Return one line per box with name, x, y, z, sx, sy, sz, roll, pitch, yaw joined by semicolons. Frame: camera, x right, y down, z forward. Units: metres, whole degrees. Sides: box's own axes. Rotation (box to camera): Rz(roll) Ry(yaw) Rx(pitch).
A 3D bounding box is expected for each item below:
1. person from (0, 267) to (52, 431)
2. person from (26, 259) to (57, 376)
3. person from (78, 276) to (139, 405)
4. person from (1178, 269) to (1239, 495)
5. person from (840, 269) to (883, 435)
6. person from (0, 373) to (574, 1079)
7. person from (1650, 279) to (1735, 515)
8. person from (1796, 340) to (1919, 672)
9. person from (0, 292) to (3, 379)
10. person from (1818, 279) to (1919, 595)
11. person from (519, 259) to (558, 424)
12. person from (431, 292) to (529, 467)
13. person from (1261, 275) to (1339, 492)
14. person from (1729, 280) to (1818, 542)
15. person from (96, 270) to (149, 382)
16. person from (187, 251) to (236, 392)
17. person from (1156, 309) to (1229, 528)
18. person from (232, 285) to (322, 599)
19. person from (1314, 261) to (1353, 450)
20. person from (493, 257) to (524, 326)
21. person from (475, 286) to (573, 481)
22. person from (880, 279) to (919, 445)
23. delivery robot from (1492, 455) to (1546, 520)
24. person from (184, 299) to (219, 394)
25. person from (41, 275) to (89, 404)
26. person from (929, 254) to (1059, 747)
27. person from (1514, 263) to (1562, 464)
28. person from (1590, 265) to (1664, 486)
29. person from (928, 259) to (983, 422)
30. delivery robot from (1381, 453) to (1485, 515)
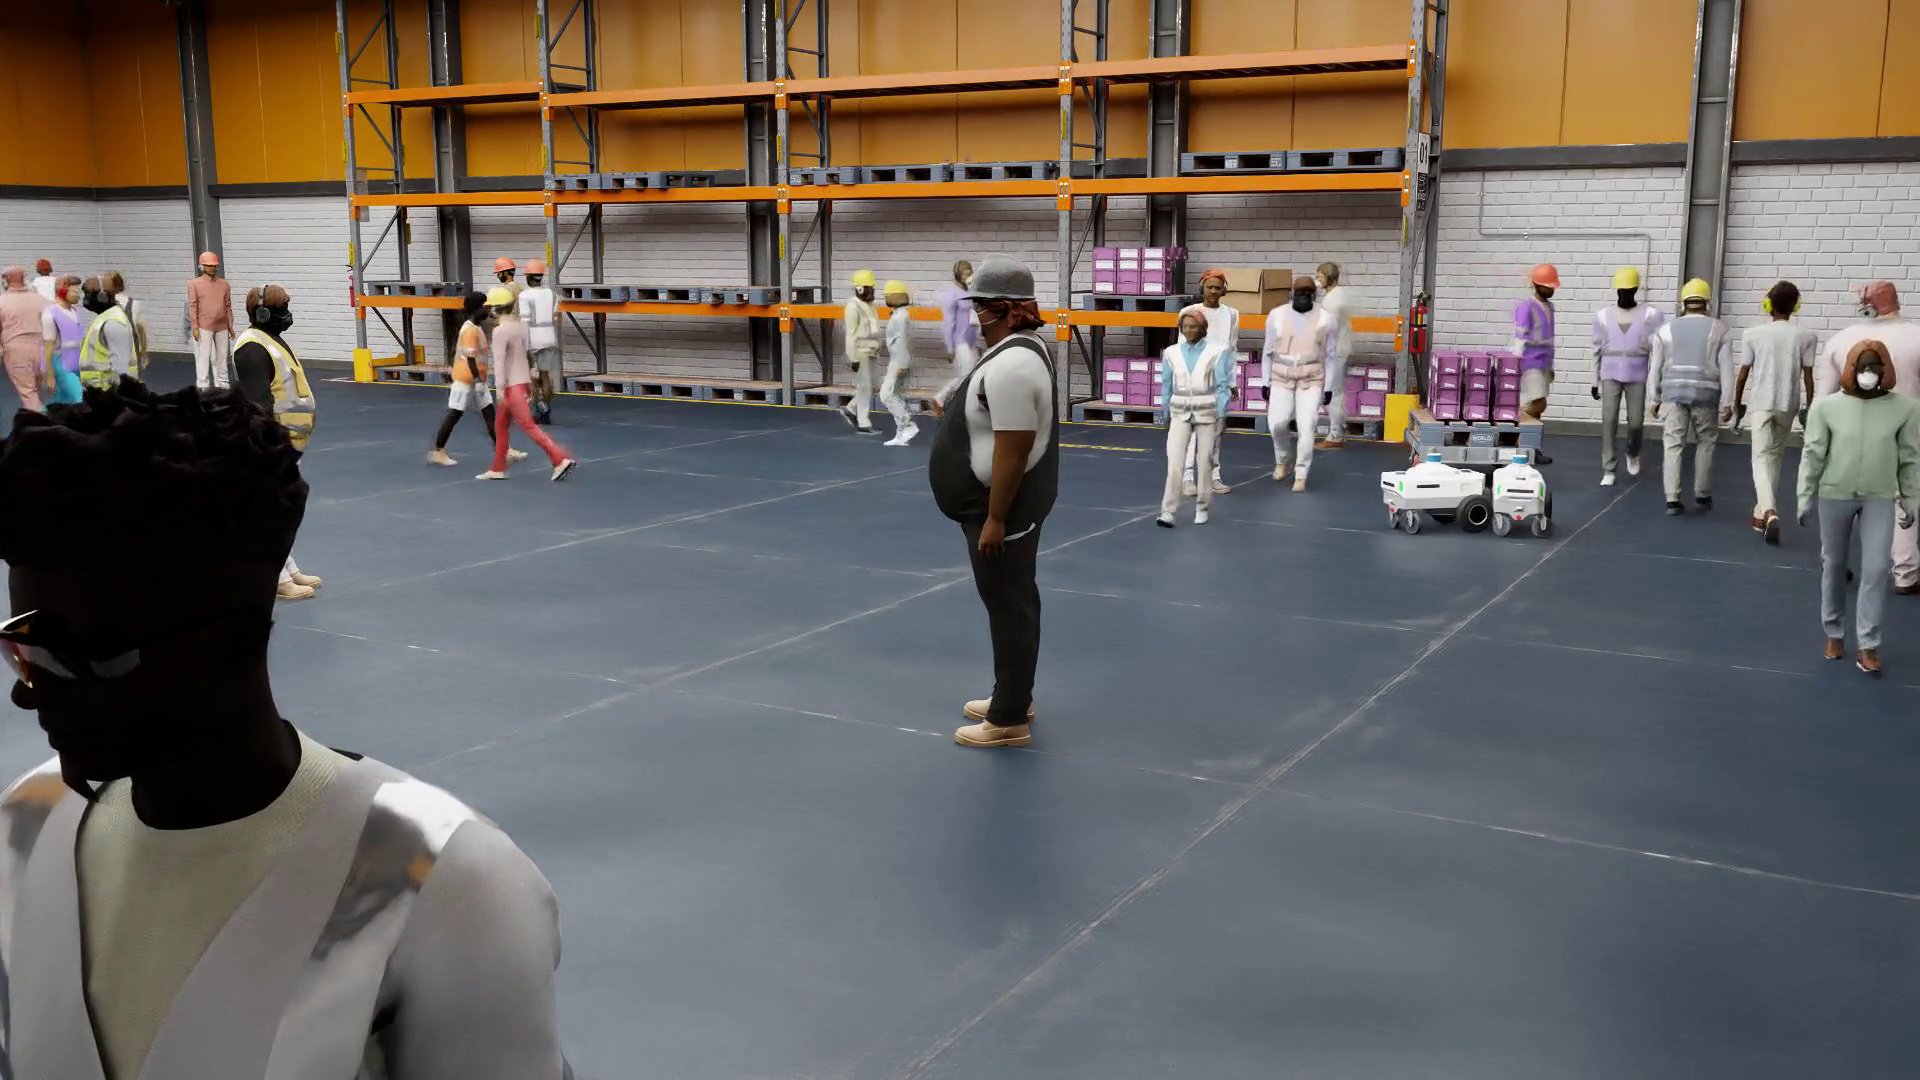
person;-9.718;-1.885;17.217;1.049;1.843;0.655;7;12;35
person;-14.593;-3.556;26.627;0.593;1.887;0.550;-5;11;-28
person;-6.933;-1.185;13.331;0.648;1.824;0.635;-5;11;-26
person;2.073;-1.313;13.881;0.576;1.881;0.354;-4;11;-23
person;-1.081;-2.057;18.269;0.459;1.819;0.622;3;11;18
person;-0.642;0.825;1.534;0.614;1.962;0.366;4;11;19
person;5.709;-1.116;12.949;0.627;1.805;0.774;7;12;34
person;4.379;-0.163;8.124;0.534;1.604;0.714;4;11;24
person;-11.345;-2.265;19.168;0.642;1.920;0.573;-6;12;-32
person;5.517;-0.615;9.976;0.445;1.878;0.694;-9;14;-42
person;-4.912;-2.297;19.331;0.405;1.920;0.553;9;13;40
person;-4.574;-1.500;15.597;0.899;1.636;0.541;-1;10;-5
person;2.879;-1.333;14.144;0.644;1.828;0.490;3;11;19
person;5.777;-0.920;11.806;0.527;1.836;0.925;2;10;14
person;-8.986;-1.997;17.954;0.744;1.820;0.544;7;12;33
person;-10.093;-2.886;22.467;0.378;1.995;0.612;7;12;35
person;1.698;-0.873;12.161;0.531;1.598;0.823;4;11;20
person;-4.031;-0.579;9.840;0.429;1.844;0.627;-2;10;-12
person;3.746;-1.849;16.803;0.432;1.919;0.629;2;10;11
person;-5.742;-2.635;21.219;0.362;1.934;0.543;0;10;0
person;-3.851;-1.362;14.612;0.887;1.728;0.531;1;10;4
person;-0.676;-1.819;17.182;0.370;1.725;0.501;-1;10;-7
delivery robot;4.044;-0.373;12.048;0.477;0.478;0.707;3;10;16
person;-10.607;-2.857;23.361;0.508;1.623;0.309;-2;10;-9
person;-8.473;-1.587;15.671;0.875;1.808;0.566;-1;10;-4
person;0.139;-0.167;6.940;0.537;2.000;0.679;1;10;8
person;5.441;-1.654;15.724;0.647;1.911;0.495;-10;14;-44
person;5.780;-1.430;14.471;0.586;1.905;0.594;5;11;27
person;-0.023;-2.199;18.778;0.756;1.922;0.635;5;11;25
delivery robot;3.449;-0.389;12.139;0.707;0.478;0.477;-2;10;-12
